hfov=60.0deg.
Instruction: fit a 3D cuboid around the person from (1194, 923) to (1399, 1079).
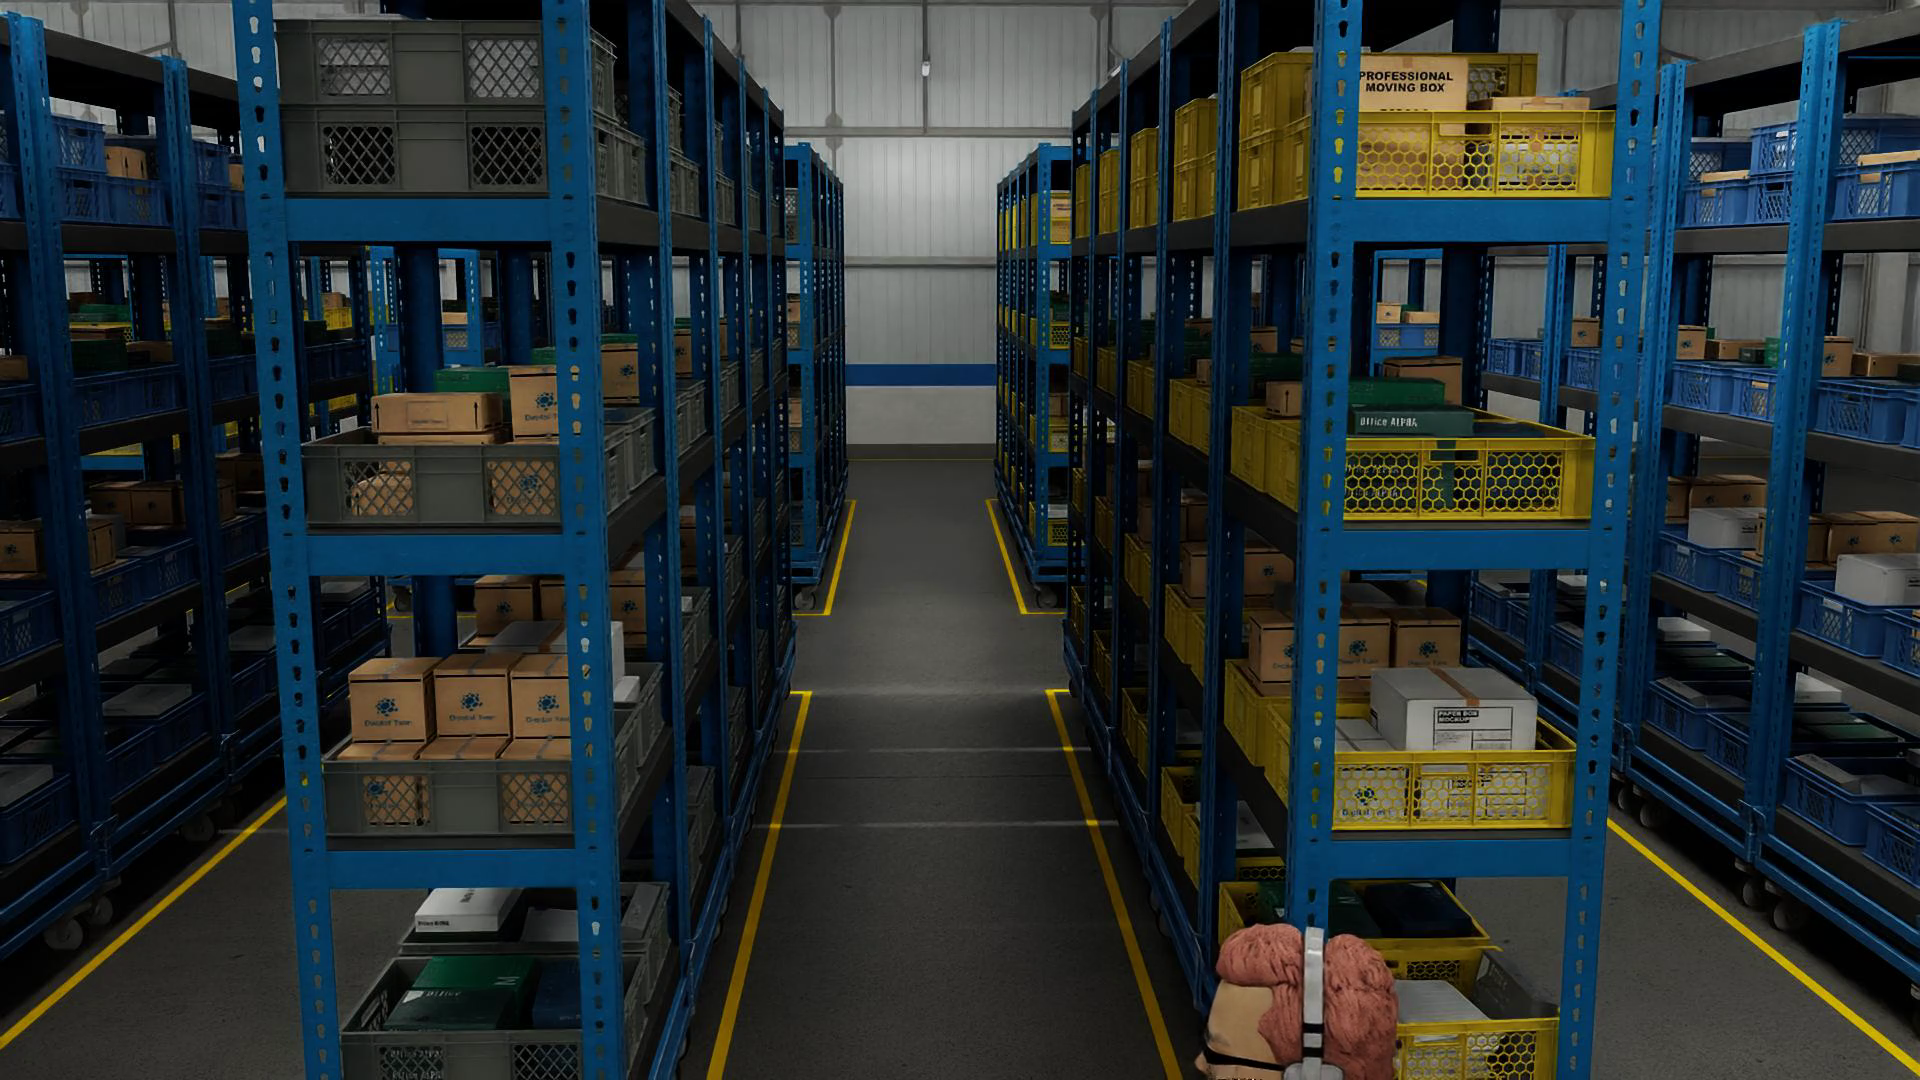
[{"bbox_3d":[0.416,1.402,2.104,0.401,1.907,0.648,1,9,5],"label":"person"}]
